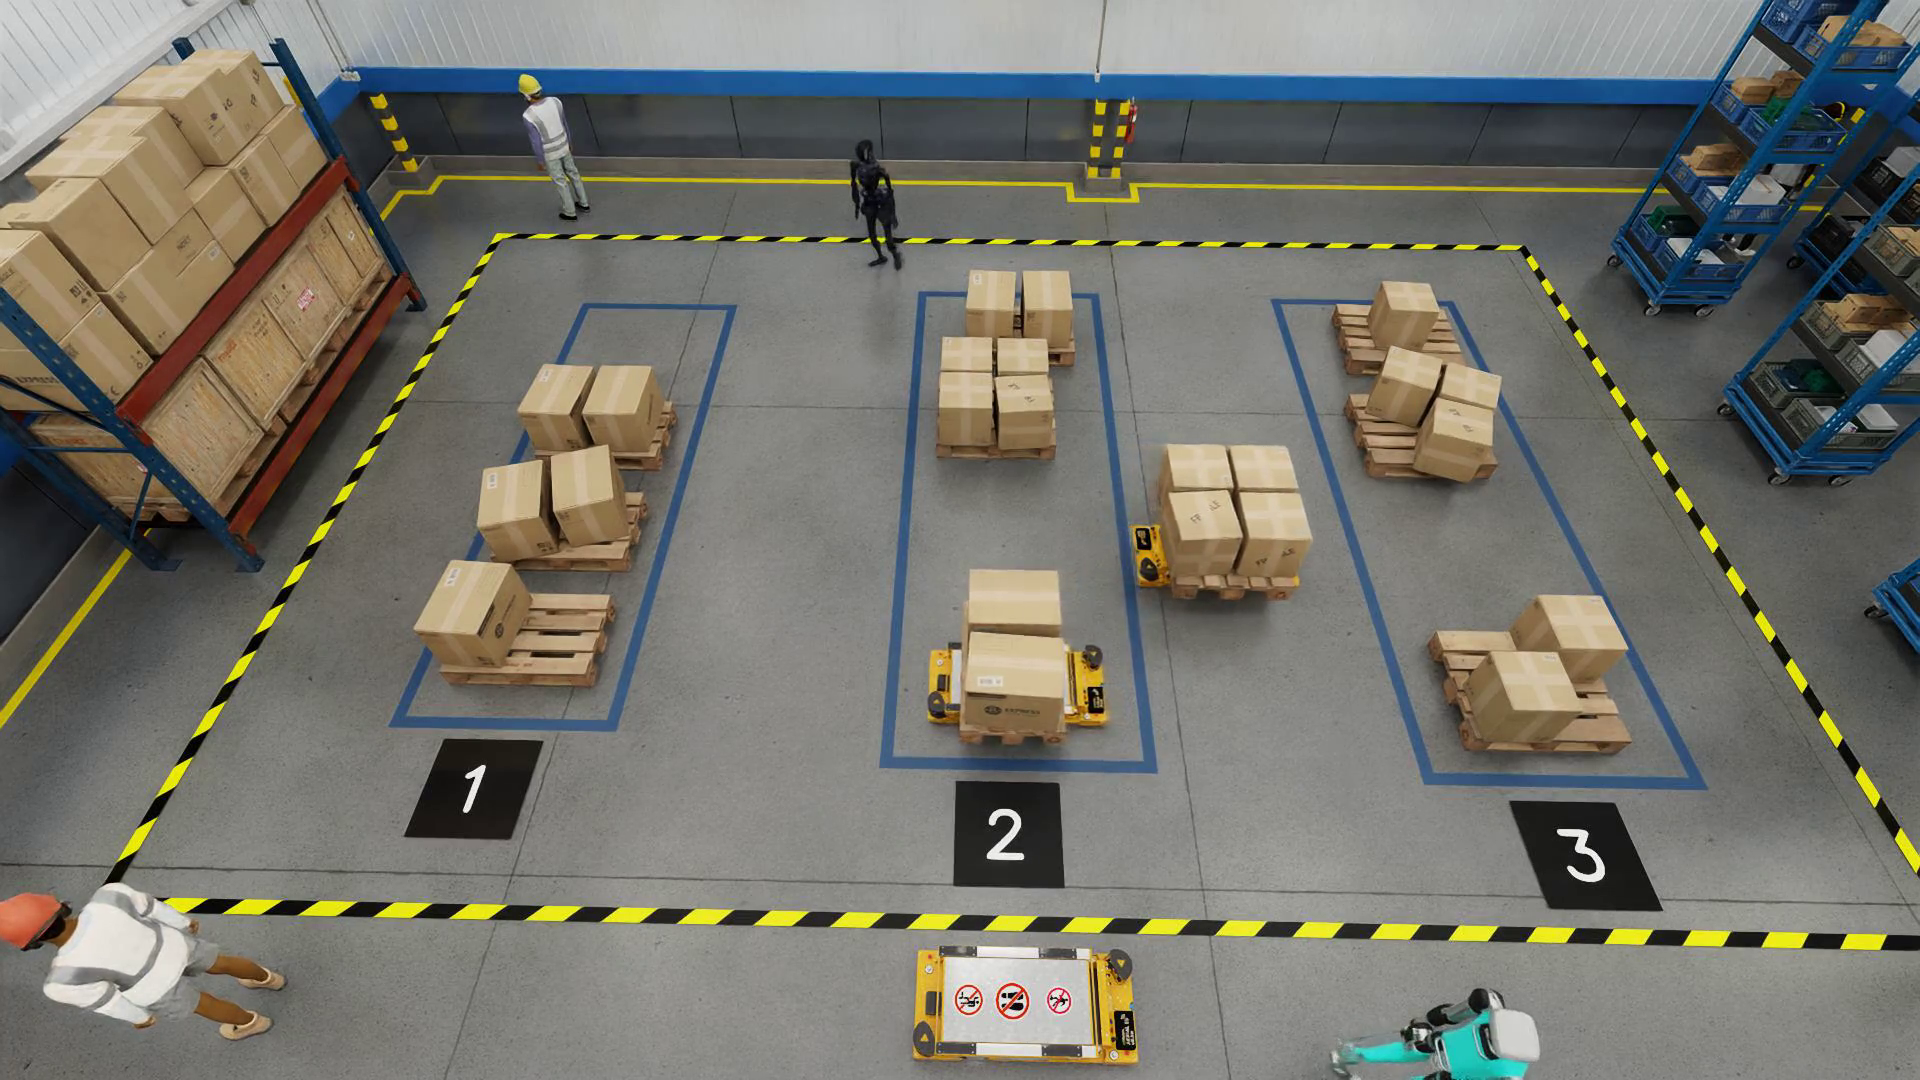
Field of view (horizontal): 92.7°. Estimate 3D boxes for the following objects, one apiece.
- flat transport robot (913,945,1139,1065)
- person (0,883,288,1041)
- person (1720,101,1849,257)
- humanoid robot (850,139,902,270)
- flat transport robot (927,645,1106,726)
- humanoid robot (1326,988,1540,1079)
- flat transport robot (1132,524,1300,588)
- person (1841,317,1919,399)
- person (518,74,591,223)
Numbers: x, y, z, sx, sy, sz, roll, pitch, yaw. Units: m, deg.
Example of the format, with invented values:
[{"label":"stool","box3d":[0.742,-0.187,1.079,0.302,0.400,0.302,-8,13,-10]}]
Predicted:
[{"label":"flat transport robot","box3d":[0.422,3.041,6.007,1.431,0.231,0.659,1,51,1]},{"label":"person","box3d":[-4.703,2.484,5.323,0.393,2.032,0.613,-2,51,-2]},{"label":"person","box3d":[9.836,-4.303,10.960,0.320,1.870,0.516,-13,52,-10]},{"label":"humanoid robot","box3d":[-0.967,-3.934,10.781,0.605,1.640,0.397,21,54,16]},{"label":"flat transport robot","box3d":[0.459,1.172,7.512,1.431,0.197,0.652,1,51,1]},{"label":"humanoid robot","box3d":[2.453,2.955,5.148,0.809,1.793,0.535,3,51,2]},{"label":"flat transport robot","box3d":[2.331,0.117,8.373,1.431,0.197,0.652,1,51,1]},{"label":"person","box3d":[9.647,-2.149,9.207,0.534,1.866,0.314,4,51,3]},{"label":"person","box3d":[-5.086,-4.882,11.455,0.404,1.834,0.589,21,54,17]}]
